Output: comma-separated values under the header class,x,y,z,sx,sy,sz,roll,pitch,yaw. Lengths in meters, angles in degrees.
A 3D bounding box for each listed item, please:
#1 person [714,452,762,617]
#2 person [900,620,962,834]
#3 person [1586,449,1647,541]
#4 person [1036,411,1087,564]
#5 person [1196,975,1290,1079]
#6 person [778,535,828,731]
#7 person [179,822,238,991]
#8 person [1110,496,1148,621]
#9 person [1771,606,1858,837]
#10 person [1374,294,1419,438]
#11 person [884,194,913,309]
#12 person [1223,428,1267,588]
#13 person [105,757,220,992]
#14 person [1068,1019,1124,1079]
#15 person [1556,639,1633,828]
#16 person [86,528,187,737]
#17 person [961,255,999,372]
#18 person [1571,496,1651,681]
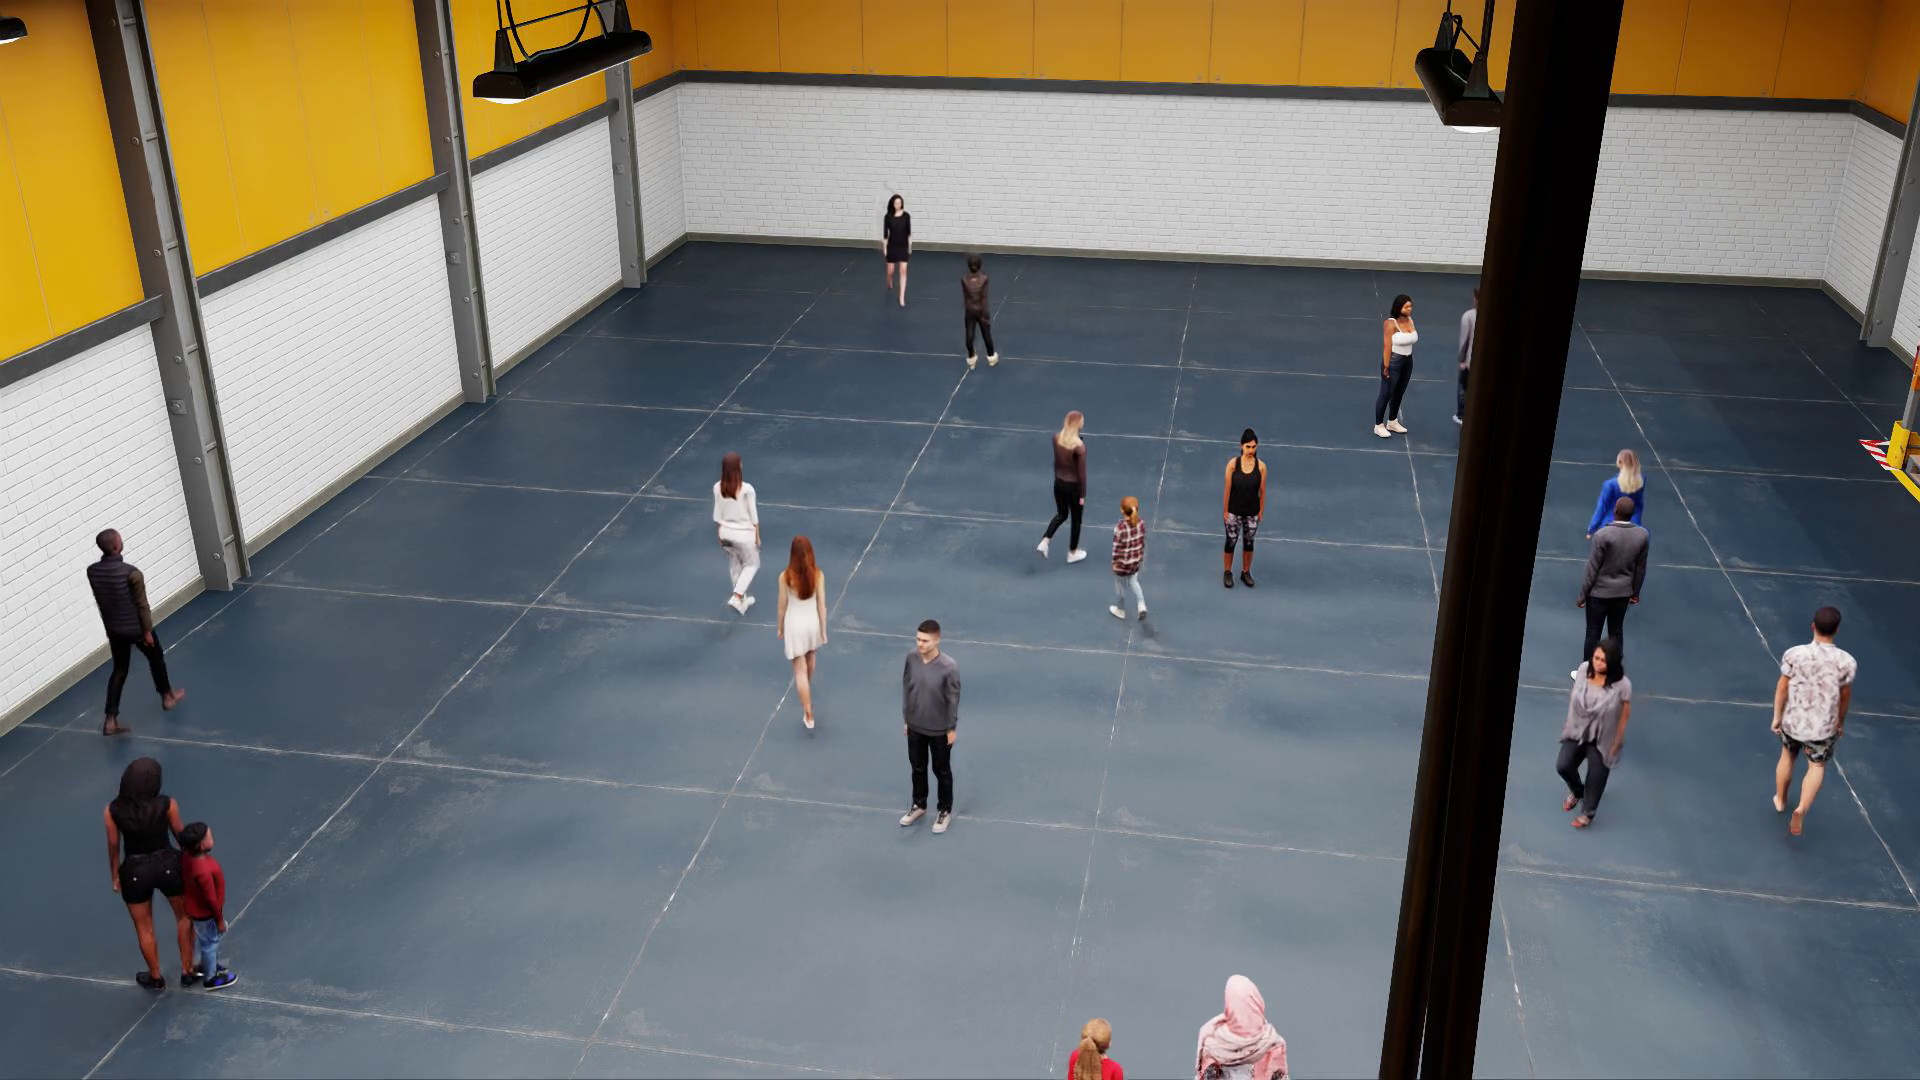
class,x,y,z,sx,sy,sz,roll,pitch,yaw
person,-2.166,-0.026,16.088,0.692,1.682,0.834,8,25,18
person,-0.226,1.405,12.716,0.674,1.761,0.617,11,26,24
person,6.433,-0.033,16.113,0.911,1.676,1.036,-9,25,-19
person,1.065,-0.515,17.197,0.986,1.689,0.893,-20,31,-38
person,1.474,3.137,8.740,0.833,1.772,1.155,11,26,23
person,-1.336,0.810,14.199,0.892,1.664,1.217,-5,24,-12
person,-5.046,2.449,10.973,0.651,1.245,0.606,-19,30,-37
person,1.656,0.200,16.051,0.749,1.298,0.836,-11,26,-24
person,6.483,1.398,12.692,0.863,1.794,1.051,12,26,26
person,5.473,-2.206,20.916,0.743,1.809,0.805,-16,28,-32
person,-0.996,-4.609,26.438,0.761,1.790,0.893,-5,24,-12
person,2.850,-0.324,16.795,0.603,1.662,0.561,0,24,0
person,-5.297,2.208,10.917,0.743,1.732,0.751,-16,28,-33
person,0.722,3.222,9.169,0.575,1.273,0.605,13,27,27
person,4.932,1.447,12.822,0.835,1.600,0.785,-18,30,-36
person,-7.095,0.802,14.048,0.732,1.799,1.153,5,24,12
person,0.254,-3.228,23.473,0.838,1.635,0.672,4,24,9
person,5.785,0.467,14.793,0.787,1.817,0.683,-2,24,-4
